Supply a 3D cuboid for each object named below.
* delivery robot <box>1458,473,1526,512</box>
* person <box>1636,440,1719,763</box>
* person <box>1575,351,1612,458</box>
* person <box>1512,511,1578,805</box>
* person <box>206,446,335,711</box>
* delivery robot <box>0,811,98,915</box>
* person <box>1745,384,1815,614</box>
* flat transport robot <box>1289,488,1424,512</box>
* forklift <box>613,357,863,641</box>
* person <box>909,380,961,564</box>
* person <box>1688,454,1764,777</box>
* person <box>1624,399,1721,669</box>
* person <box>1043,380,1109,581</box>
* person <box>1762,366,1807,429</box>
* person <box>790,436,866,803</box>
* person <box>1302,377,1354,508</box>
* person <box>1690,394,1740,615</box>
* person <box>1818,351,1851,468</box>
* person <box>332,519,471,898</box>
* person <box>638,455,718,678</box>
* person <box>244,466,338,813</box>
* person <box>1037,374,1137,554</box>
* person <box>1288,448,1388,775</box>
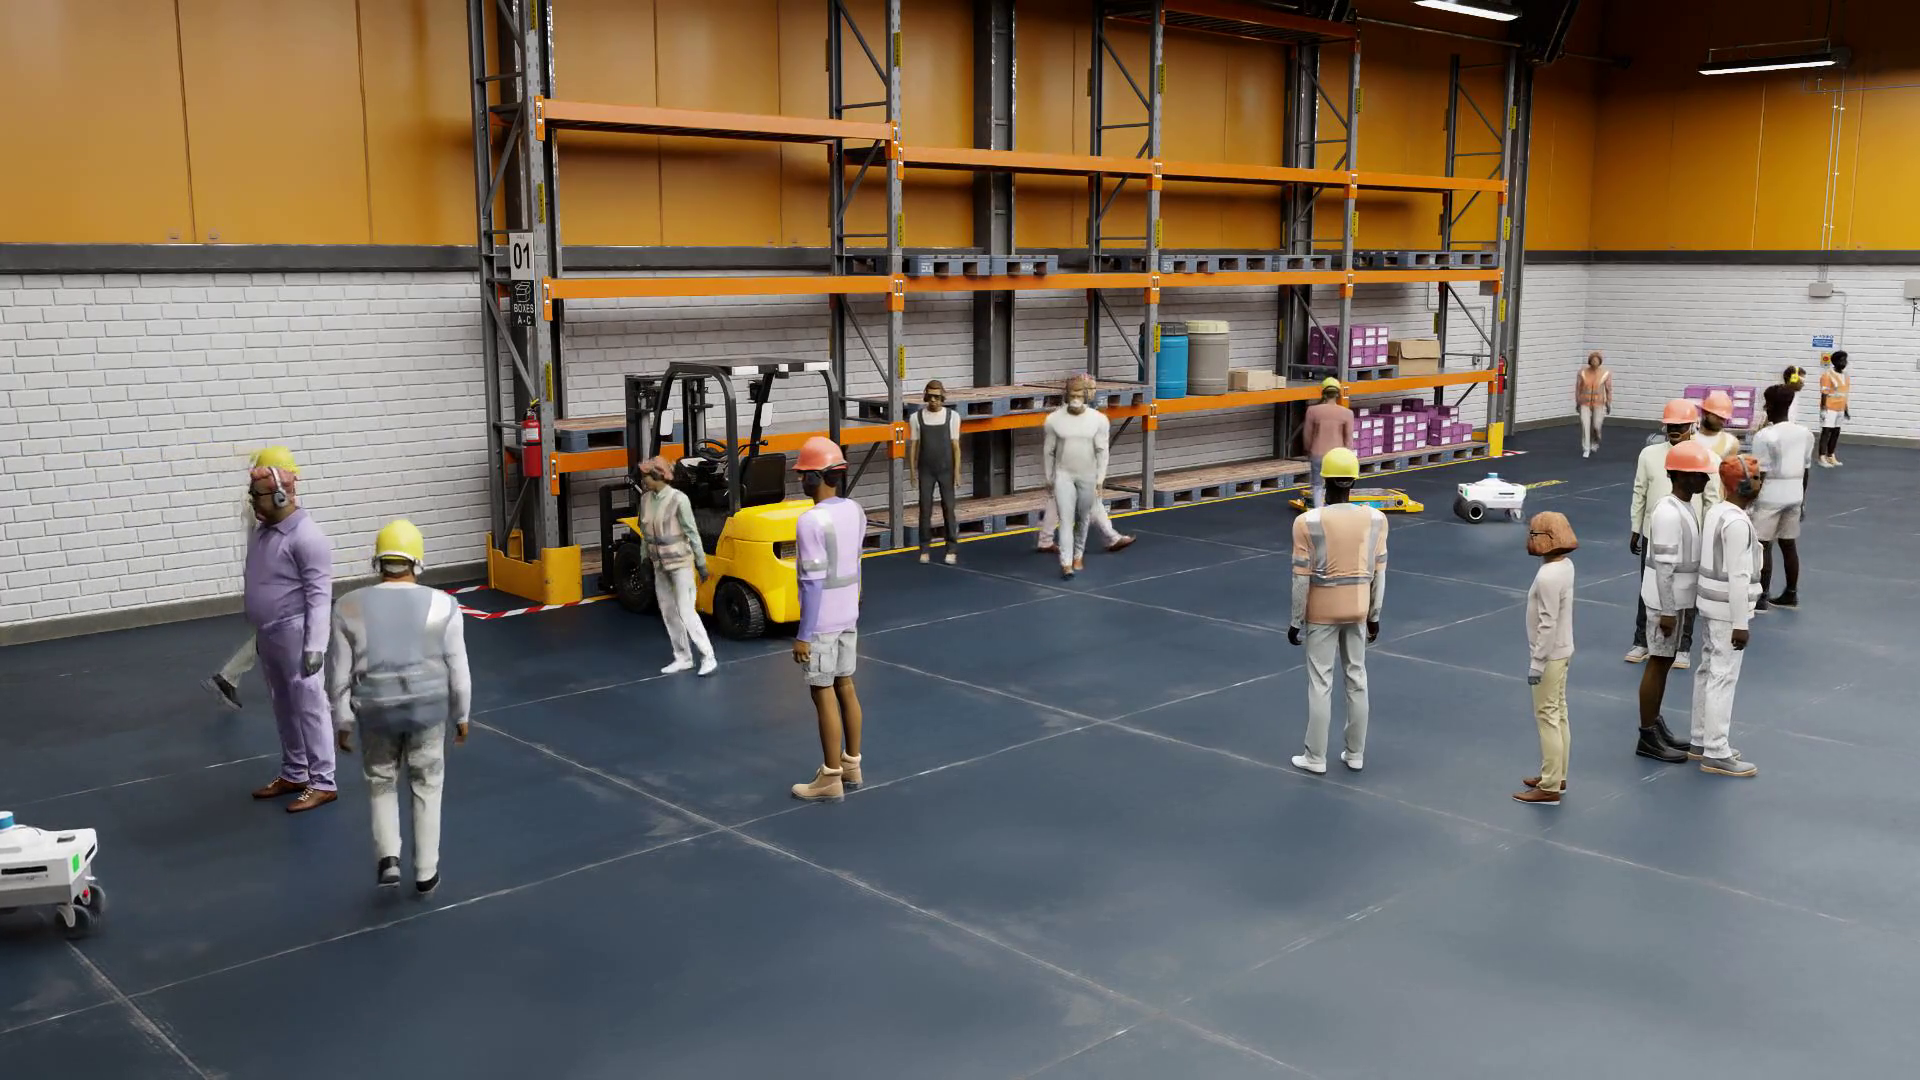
[{"bbox_3d":[6.081,-0.525,19.020,0.707,0.478,0.477,0,10,2],"label":"delivery robot"},{"bbox_3d":[4.328,0.361,10.063,0.372,1.939,0.544,6,11,32],"label":"person"},{"bbox_3d":[9.581,-2.056,25.172,0.520,1.619,0.512,4,10,22],"label":"person"},{"bbox_3d":[3.266,0.652,9.250,0.269,1.632,0.505,6,11,31],"label":"person"},{"bbox_3d":[-4.566,0.274,10.967,0.804,1.812,0.585,-4,11,-24],"label":"person"},{"bbox_3d":[-4.255,1.455,7.417,0.707,0.478,0.477,-3,10,-14],"label":"delivery robot"},{"bbox_3d":[6.948,-0.350,14.150,0.613,1.963,0.363,-3,10,-19],"label":"person"},{"bbox_3d":[4.715,-0.471,19.813,1.431,0.197,0.652,-1,10,-7],"label":"flat transport robot"},{"bbox_3d":[-1.847,-0.414,13.852,1.214,2.155,2.313,-9,13,-42],"label":"forklift"},{"bbox_3d":[-0.240,-0.661,16.390,0.510,1.835,0.373,0,10,-2],"label":"person"},{"bbox_3d":[4.529,0.434,9.795,0.351,1.884,0.582,2,10,10],"label":"person"},{"bbox_3d":[5.269,-0.051,12.313,0.608,1.995,0.377,7,12,36],"label":"person"},{"bbox_3d":[1.093,-0.579,15.769,0.618,1.879,1.051,1,10,3],"label":"person"},{"bbox_3d":[9.078,-1.013,18.442,0.599,1.821,0.429,-8,13,-39],"label":"person"},{"bbox_3d":[-0.764,0.441,9.288,0.384,2.041,0.615,4,11,24],"label":"person"},{"bbox_3d":[3.997,-0.899,18.091,0.543,1.711,0.674,2,10,10],"label":"person"},{"bbox_3d":[6.268,-0.316,14.208,0.651,1.873,0.995,5,11,25],"label":"person"},{"bbox_3d":[12.623,-1.868,23.929,0.555,1.684,0.455,-4,11,-25],"label":"person"},{"bbox_3d":[-2.613,0.803,7.833,0.614,1.813,0.430,-2,10,-13],"label":"person"},{"bbox_3d":[-2.083,0.190,12.016,0.553,1.611,0.406,9,13,41],"label":"person"},{"bbox_3d":[-3.709,0.536,9.140,0.652,1.904,0.402,8,13,41],"label":"person"},{"bbox_3d":[1.262,-0.768,16.943,1.040,1.840,0.654,-3,10,-15],"label":"person"},{"bbox_3d":[2.198,0.421,9.747,0.588,1.927,0.366,-2,10,-13],"label":"person"}]
